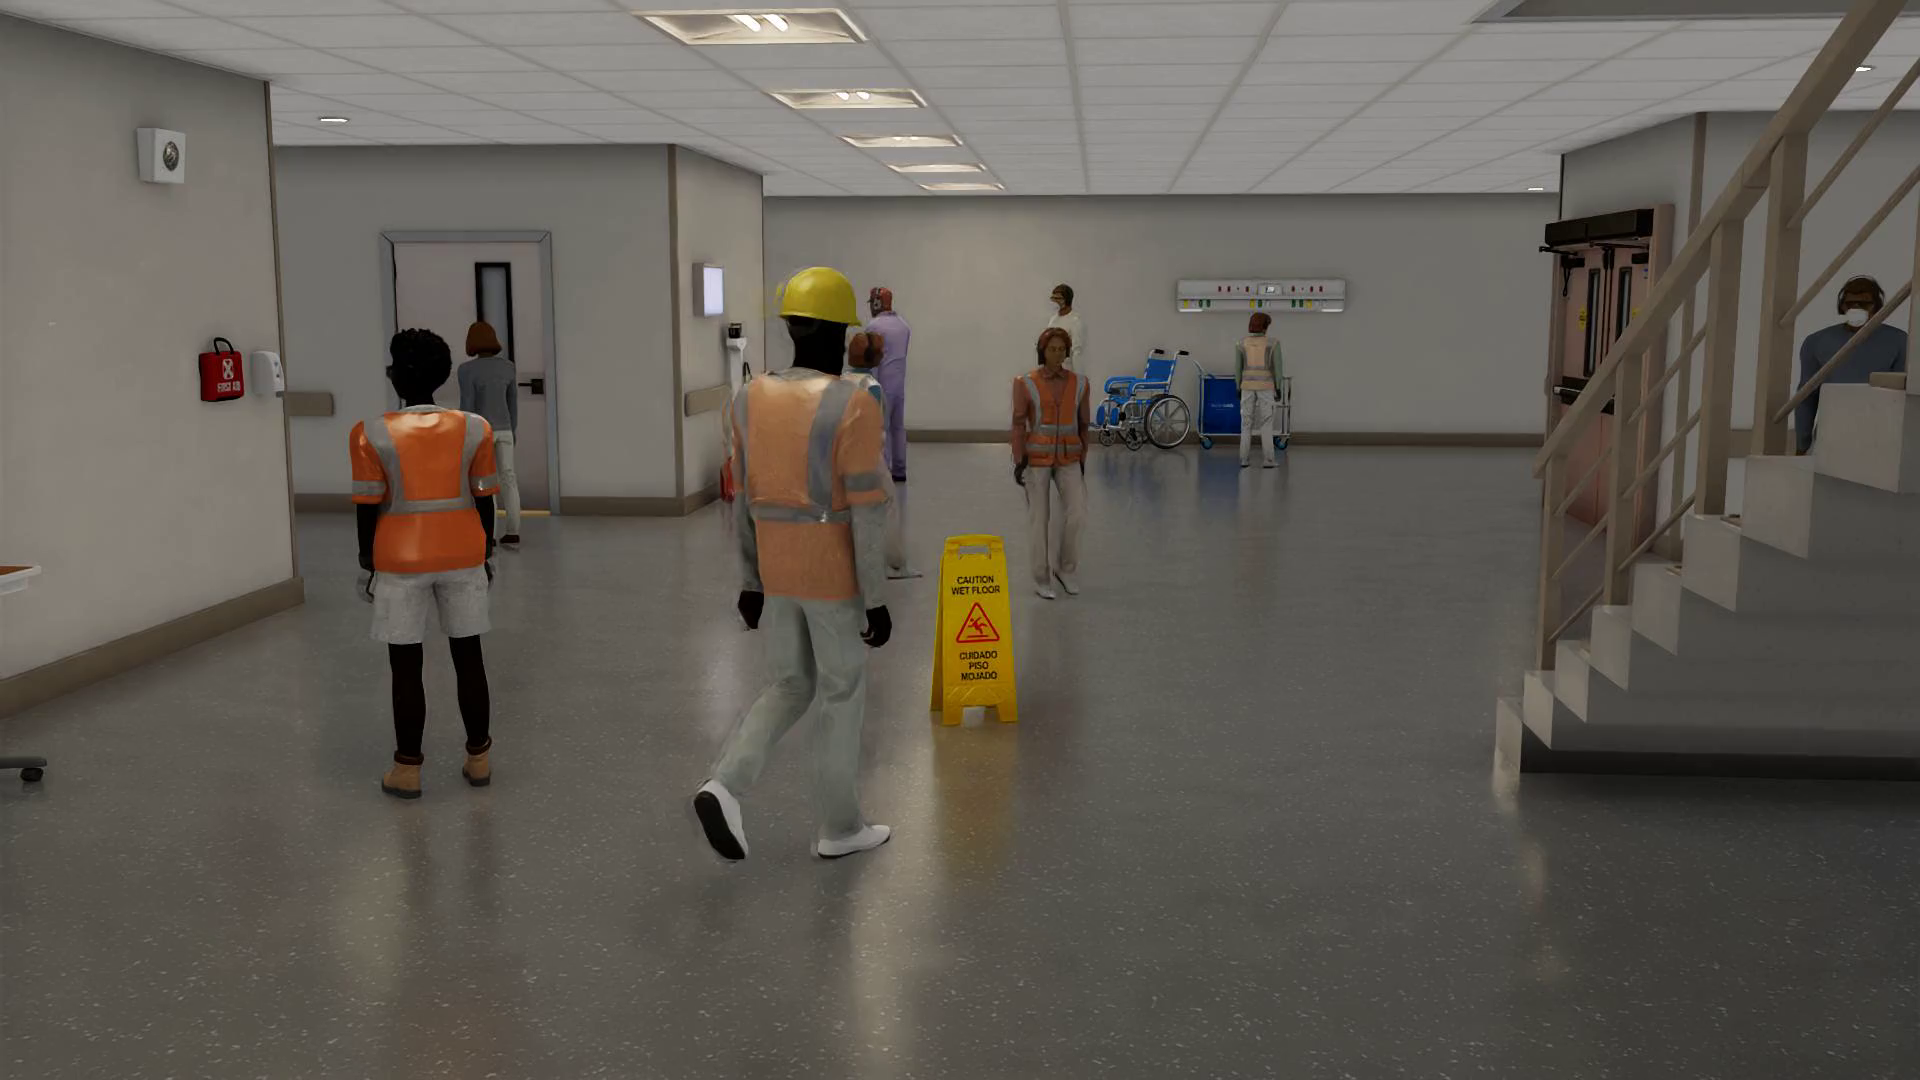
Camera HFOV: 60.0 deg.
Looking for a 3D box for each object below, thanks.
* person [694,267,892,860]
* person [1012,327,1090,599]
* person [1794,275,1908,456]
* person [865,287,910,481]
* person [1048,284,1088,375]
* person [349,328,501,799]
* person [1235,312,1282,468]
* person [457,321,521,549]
[{"bbox_3d":[-0.499,0.105,5.198,0.589,1.907,0.652,7,11,38],"label":"person"},{"bbox_3d":[0.546,-0.445,9.906,0.520,1.626,0.382,-2,9,-13],"label":"person"},{"bbox_3d":[5.132,-0.547,9.583,0.629,1.930,0.388,7,11,40],"label":"person"},{"bbox_3d":[-0.743,-1.487,16.070,0.398,1.900,0.648,5,10,29],"label":"person"},{"bbox_3d":[1.078,-1.636,16.945,0.364,1.936,0.629,-4,9,-25],"label":"person"},{"bbox_3d":[-1.930,0.085,6.038,0.538,1.700,0.317,-6,10,-34],"label":"person"},{"bbox_3d":[3.139,-1.570,17.500,0.512,1.638,0.312,5,10,28],"label":"person"},{"bbox_3d":[-3.382,-0.748,11.925,0.284,1.632,0.502,6,10,35],"label":"person"}]
